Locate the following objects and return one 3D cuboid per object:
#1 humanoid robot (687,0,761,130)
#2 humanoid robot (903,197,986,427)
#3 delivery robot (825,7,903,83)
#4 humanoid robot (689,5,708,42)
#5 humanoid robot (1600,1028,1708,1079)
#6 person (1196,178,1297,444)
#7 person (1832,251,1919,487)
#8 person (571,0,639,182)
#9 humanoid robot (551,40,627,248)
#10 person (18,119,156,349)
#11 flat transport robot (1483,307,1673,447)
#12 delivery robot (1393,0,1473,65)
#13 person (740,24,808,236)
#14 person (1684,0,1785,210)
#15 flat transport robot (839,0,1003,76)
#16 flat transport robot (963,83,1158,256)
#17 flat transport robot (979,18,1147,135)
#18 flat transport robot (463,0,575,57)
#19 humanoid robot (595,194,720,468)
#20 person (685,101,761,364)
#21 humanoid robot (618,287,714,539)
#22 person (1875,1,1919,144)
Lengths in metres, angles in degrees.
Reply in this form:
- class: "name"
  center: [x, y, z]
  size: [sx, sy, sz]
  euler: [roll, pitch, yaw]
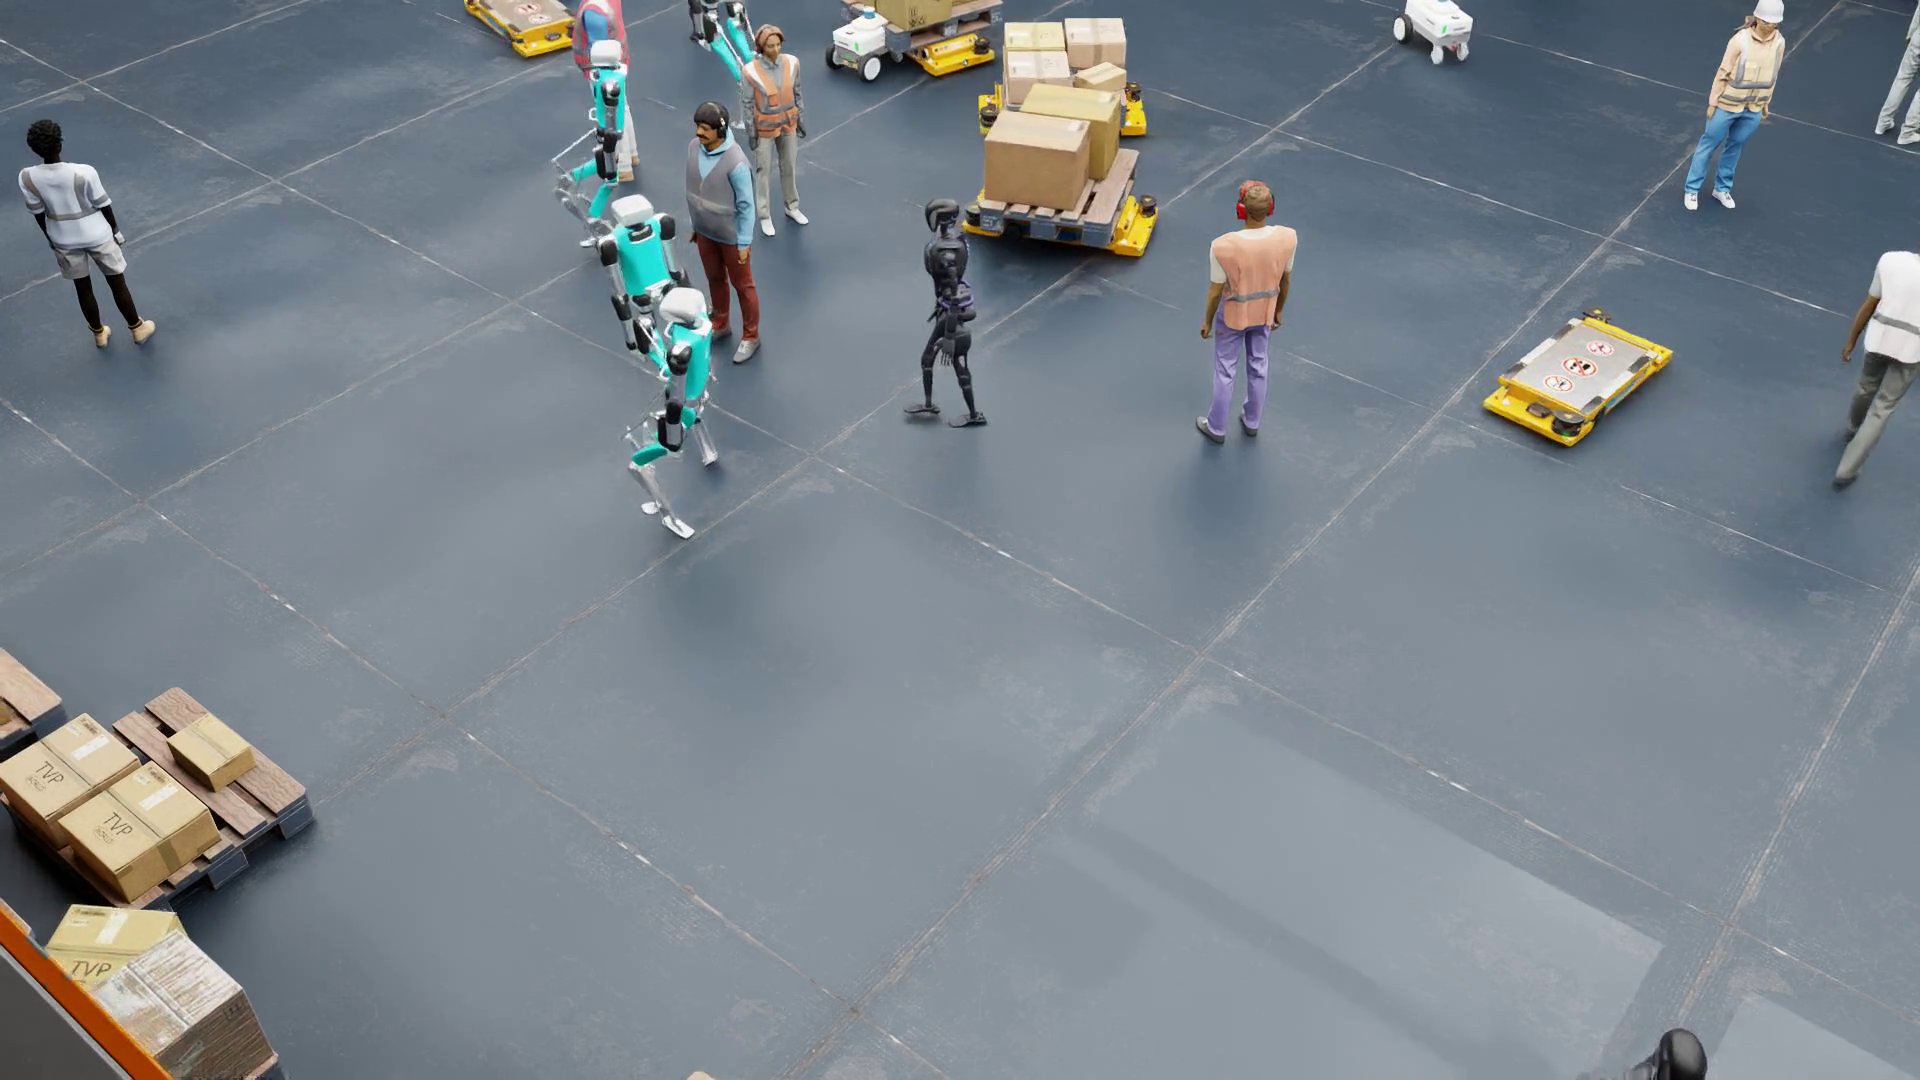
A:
- class: "humanoid robot"
  center: [-1.906, -4.246, 13.982]
  size: [0.532, 1.826, 0.770]
  euler: [-31, 49, -31]
- class: "humanoid robot"
  center: [-0.101, -1.419, 10.666]
  size: [0.555, 1.644, 0.609]
  euler: [-6, 41, -7]
- class: "delivery robot"
  center: [-0.850, -4.563, 15.235]
  size: [0.523, 0.607, 0.778]
  euler: [30, 49, 30]
- class: "humanoid robot"
  center: [-2.447, -5.461, 15.411]
  size: [0.360, 1.651, 0.601]
  euler: [29, 48, 29]
- class: "humanoid robot"
  center: [2.490, 2.320, 6.266]
  size: [0.601, 1.645, 0.361]
  euler: [2, 40, 2]
- class: "person"
  center: [1.798, -1.409, 10.522]
  size: [0.565, 1.841, 0.390]
  euler: [-10, 41, -12]
- class: "person"
  center: [5.851, -1.218, 10.336]
  size: [0.578, 1.797, 0.904]
  euler: [30, 49, 30]
- class: "person"
  center: [-2.858, -3.772, 13.313]
  size: [0.431, 1.836, 0.629]
  euler: [-1, 40, -1]
- class: "humanoid robot"
  center: [-2.722, -2.798, 12.251]
  size: [0.876, 1.784, 0.565]
  euler: [-5, 41, -6]
- class: "person"
  center: [-6.024, -2.086, 11.428]
  size: [0.536, 1.696, 0.318]
  euler: [-6, 41, -7]
- class: "flat transport robot"
  center: [4.261, -1.138, 11.416]
  size: [0.659, 0.231, 1.431]
  euler: [32, 50, 32]
- class: "delivery robot"
  center: [4.457, -4.834, 15.541]
  size: [0.499, 0.590, 0.793]
  euler: [-12, 42, -14]
- class: "person"
  center: [-1.415, -3.140, 12.709]
  size: [0.513, 1.643, 0.306]
  euler: [-24, 46, -26]
- class: "person"
  center: [6.060, -3.413, 12.966]
  size: [0.494, 1.729, 0.365]
  euler: [-3, 40, -3]
- class: "flat transport robot"
  center: [-0.355, -4.786, 15.708]
  size: [0.659, 0.231, 1.431]
  euler: [-24, 46, -26]
- class: "flat transport robot"
  center: [0.793, -2.557, 13.086]
  size: [1.431, 0.231, 0.659]
  euler: [10, 41, 12]
- class: "flat transport robot"
  center: [0.884, -3.753, 14.493]
  size: [1.431, 0.231, 0.659]
  euler: [0, 40, 0]
- class: "flat transport robot"
  center: [-4.188, -5.034, 16.000]
  size: [0.659, 0.231, 1.431]
  euler: [-25, 46, -27]
- class: "humanoid robot"
  center: [-1.731, -1.212, 10.413]
  size: [0.555, 1.764, 1.012]
  euler: [-29, 48, -30]
- class: "person"
  center: [-1.606, -2.107, 11.311]
  size: [0.533, 1.883, 0.409]
  euler: [24, 46, 26]
- class: "humanoid robot"
  center: [-1.792, -0.701, 9.790]
  size: [0.832, 1.807, 0.570]
  euler: [6, 41, 7]
- class: "person"
  center: [8.117, -4.137, 13.817]
  size: [0.321, 1.727, 0.494]
  euler: [-25, 46, -26]
